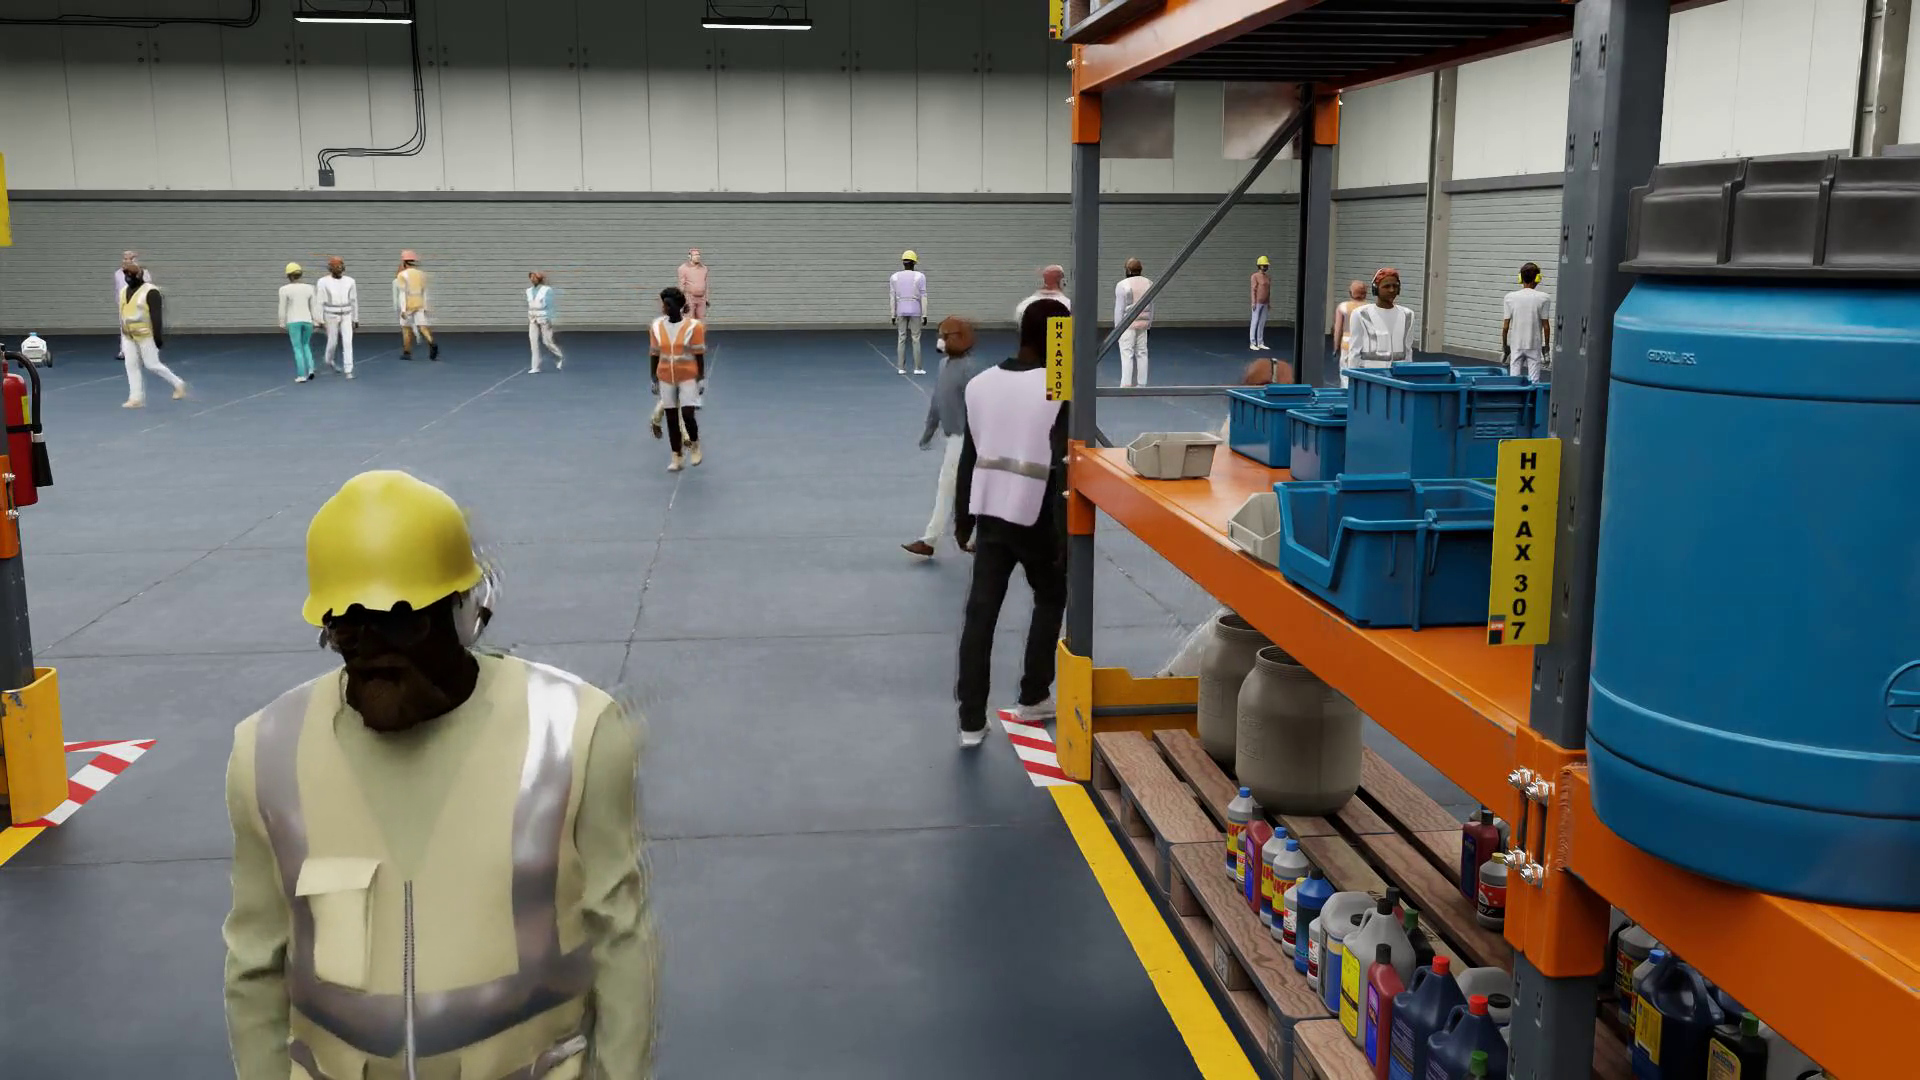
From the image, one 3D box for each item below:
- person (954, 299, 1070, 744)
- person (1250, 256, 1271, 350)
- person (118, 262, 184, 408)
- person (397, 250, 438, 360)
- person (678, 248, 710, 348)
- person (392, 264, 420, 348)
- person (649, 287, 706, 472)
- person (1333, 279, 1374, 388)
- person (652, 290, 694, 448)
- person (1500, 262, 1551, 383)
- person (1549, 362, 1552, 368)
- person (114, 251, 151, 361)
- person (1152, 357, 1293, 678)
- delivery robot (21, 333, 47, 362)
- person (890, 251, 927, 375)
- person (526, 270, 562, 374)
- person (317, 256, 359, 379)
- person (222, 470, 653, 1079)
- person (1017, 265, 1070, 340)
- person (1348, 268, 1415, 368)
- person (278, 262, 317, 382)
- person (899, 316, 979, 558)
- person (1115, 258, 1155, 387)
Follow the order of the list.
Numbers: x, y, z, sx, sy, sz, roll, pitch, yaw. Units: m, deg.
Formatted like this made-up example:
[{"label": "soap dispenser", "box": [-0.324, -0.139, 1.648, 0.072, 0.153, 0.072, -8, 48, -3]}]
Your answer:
[{"label": "person", "box": [0.266, -0.090, 7.128, 0.689, 1.863, 0.838, 7, 13, 34]}, {"label": "person", "box": [5.703, -4.479, 31.481, 0.522, 1.769, 0.311, -9, 14, -41]}, {"label": "person", "box": [-10.250, -2.580, 20.941, 0.633, 1.819, 0.741, 4, 11, 22]}, {"label": "person", "box": [-9.389, -4.034, 28.662, 0.827, 1.914, 0.553, 7, 13, 36]}, {"label": "person", "box": [-5.066, -4.615, 31.830, 0.641, 1.913, 0.407, -9, 14, -41]}, {"label": "person", "box": [-10.564, -4.459, 31.772, 0.504, 1.618, 0.392, -7, 13, -35]}, {"label": "person", "box": [-2.570, -1.450, 15.093, 0.544, 1.681, 0.365, 2, 11, 12]}, {"label": "person", "box": [4.683, -2.253, 19.657, 0.522, 1.647, 0.326, 2, 10, 9]}, {"label": "person", "box": [-2.921, -1.752, 16.973, 0.501, 1.609, 0.666, -8, 13, -38]}, {"label": "person", "box": [5.994, -1.997, 17.620, 0.516, 1.861, 0.329, 6, 12, 30]}, {"label": "person", "box": [2.828, -0.083, 7.426, 0.603, 1.742, 0.540, -6, 12, -29]}, {"label": "person", "box": [-14.315, -4.028, 28.720, 0.671, 1.868, 0.922, 0, 10, 0]}, {"label": "person", "box": [1.170, -0.007, 7.390, 0.665, 1.608, 0.547, -3, 11, -17]}, {"label": "delivery robot", "box": [-15.192, -3.157, 27.284, 0.477, 0.478, 0.707, -5, 11, -27]}, {"label": "person", "box": [-0.787, -3.516, 25.787, 0.586, 1.917, 0.381, 2, 11, 13]}, {"label": "person", "box": [-6.574, -3.442, 26.179, 0.519, 1.622, 0.629, 4, 11, 22]}, {"label": "person", "box": [-9.450, -3.373, 25.208, 0.620, 1.854, 0.814, -7, 13, -35]}, {"label": "person", "box": [-0.760, 0.793, 2.436, 0.612, 1.816, 0.419, -1, 10, -4]}, {"label": "person", "box": [0.859, -1.532, 15.050, 0.646, 1.871, 0.867, 5, 12, 27]}, {"label": "person", "box": [3.409, -1.251, 13.464, 0.574, 1.883, 0.356, -3, 11, -17]}, {"label": "person", "box": [-9.741, -3.190, 24.437, 0.417, 1.755, 0.533, 9, 14, 42]}, {"label": "person", "box": [-0.085, -0.679, 11.083, 0.828, 1.598, 0.498, -4, 11, -21]}, {"label": "person", "box": [2.314, -2.853, 22.356, 0.627, 1.846, 0.429, -6, 12, -32]}]
